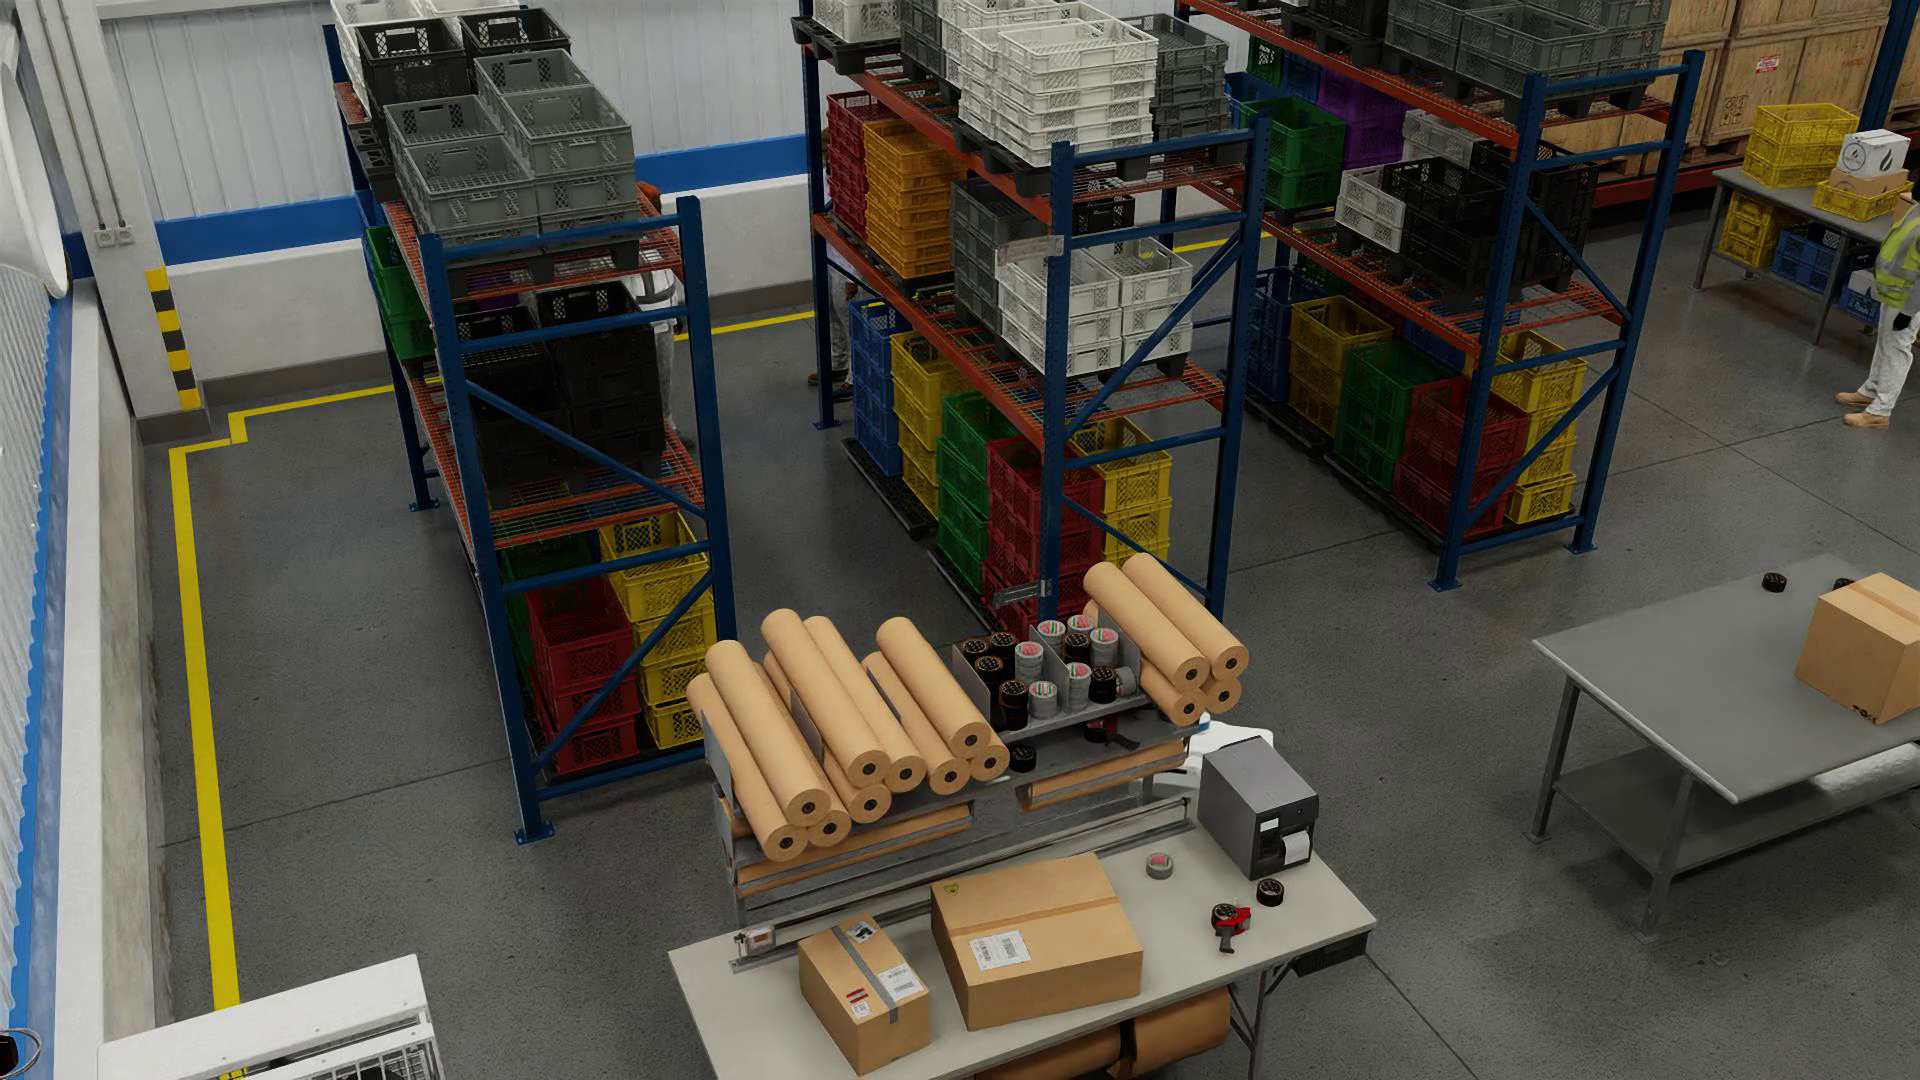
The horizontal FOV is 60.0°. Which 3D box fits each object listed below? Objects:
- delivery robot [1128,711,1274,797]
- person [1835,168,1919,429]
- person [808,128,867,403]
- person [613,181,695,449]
[{"bbox_3d":[1.122,1.028,7.919,0.707,0.478,0.477,6,32,10],"label":"delivery robot"},{"bbox_3d":[6.299,-1.633,11.117,0.430,1.838,0.619,10,33,16],"label":"person"},{"bbox_3d":[-0.842,-1.903,11.456,0.372,1.940,0.632,-18,36,-27],"label":"person"},{"bbox_3d":[-1.975,-1.387,10.670,0.337,1.882,0.583,11,33,18],"label":"person"}]
